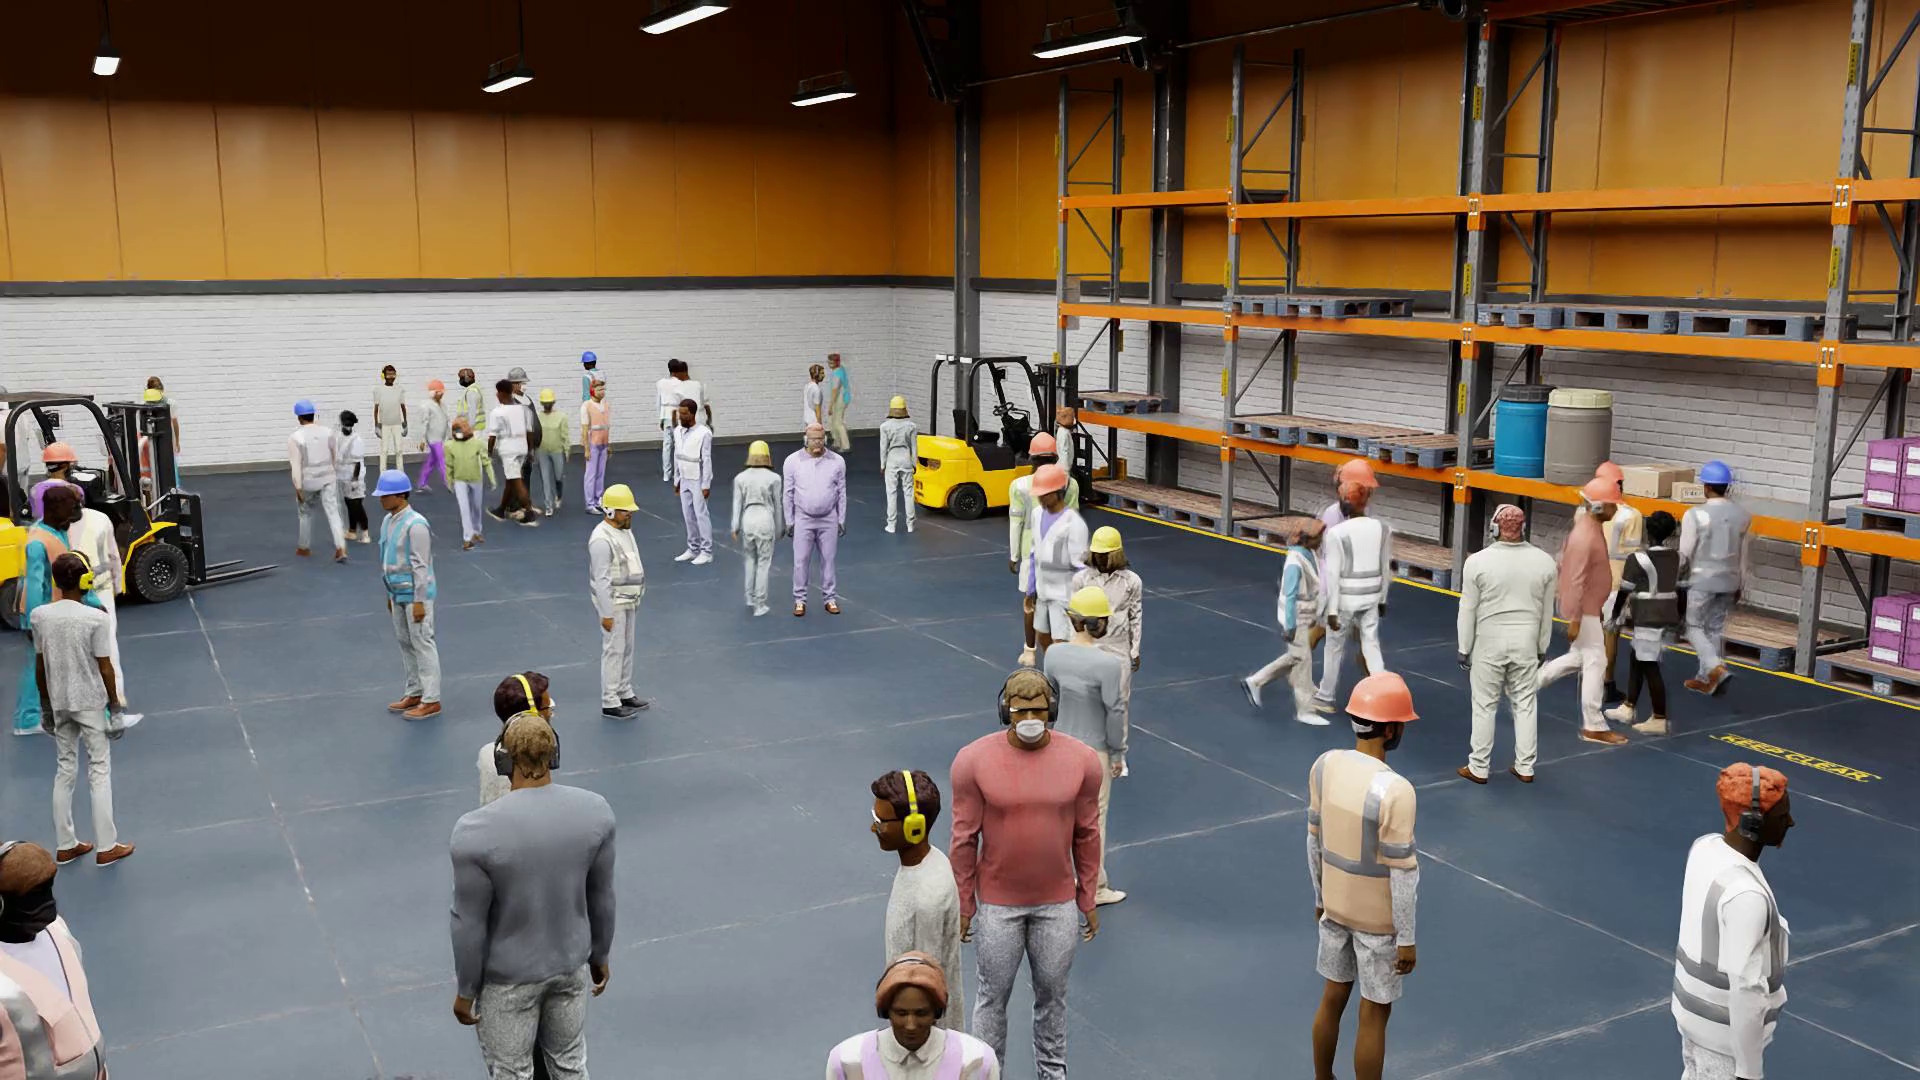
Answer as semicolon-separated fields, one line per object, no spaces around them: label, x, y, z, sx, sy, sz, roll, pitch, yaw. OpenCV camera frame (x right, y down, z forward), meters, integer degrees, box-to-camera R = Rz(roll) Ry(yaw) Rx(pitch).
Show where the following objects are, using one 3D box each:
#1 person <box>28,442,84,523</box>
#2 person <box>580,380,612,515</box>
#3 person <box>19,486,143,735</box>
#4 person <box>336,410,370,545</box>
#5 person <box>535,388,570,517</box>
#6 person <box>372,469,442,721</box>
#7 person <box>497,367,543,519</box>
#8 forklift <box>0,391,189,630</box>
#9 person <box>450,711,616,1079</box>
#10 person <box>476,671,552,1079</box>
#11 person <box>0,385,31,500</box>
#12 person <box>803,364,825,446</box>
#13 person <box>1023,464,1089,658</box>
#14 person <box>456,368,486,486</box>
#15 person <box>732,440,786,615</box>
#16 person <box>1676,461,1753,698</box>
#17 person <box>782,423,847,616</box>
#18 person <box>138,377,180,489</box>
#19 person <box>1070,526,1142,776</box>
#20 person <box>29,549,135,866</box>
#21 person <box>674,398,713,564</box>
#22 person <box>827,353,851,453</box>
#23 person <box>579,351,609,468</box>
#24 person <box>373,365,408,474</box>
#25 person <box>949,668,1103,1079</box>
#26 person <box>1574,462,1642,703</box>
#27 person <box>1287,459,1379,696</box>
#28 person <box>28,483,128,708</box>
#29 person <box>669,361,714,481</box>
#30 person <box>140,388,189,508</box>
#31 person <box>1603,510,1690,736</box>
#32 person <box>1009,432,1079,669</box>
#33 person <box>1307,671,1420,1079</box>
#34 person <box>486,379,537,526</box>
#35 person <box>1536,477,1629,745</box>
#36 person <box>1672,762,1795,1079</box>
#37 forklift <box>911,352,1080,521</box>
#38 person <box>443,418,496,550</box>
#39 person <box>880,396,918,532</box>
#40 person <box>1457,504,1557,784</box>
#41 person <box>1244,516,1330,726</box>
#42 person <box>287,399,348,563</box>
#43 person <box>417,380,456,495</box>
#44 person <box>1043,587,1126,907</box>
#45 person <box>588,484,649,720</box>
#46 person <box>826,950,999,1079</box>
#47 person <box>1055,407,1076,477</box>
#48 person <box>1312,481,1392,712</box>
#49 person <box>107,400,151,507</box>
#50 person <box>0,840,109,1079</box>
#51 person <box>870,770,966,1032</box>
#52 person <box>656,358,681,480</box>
person;-7.830;0.116;14.572;0.604;1.924;0.435;3;10;17
person;-4.983;-1.274;22.756;0.391;1.846;0.564;4;11;21
person;-6.581;0.530;12.318;0.932;1.868;0.589;-3;10;-17
person;-7.499;-0.773;20.398;0.643;1.669;0.319;9;13;42
person;-5.606;-1.221;22.743;0.531;1.741;0.677;-2;10;-12
person;-4.260;0.414;12.788;0.430;1.938;0.602;-9;14;-43
person;-5.898;-1.317;22.445;0.538;2.000;0.684;2;10;12
forklift;-9.026;-0.363;16.508;1.214;2.155;2.313;6;11;29
person;-1.560;1.578;6.126;0.632;1.928;0.392;-8;13;-40
person;-1.794;1.463;6.928;0.519;1.874;0.331;9;14;43
person;-11.372;-0.853;19.775;0.536;2.000;0.672;-1;10;-5
person;-2.252;-1.815;25.913;0.353;1.842;0.508;-4;11;-22
person;0.733;0.406;12.683;0.594;1.999;0.828;-6;11;-30
person;-7.402;-1.688;25.200;0.429;1.830;0.640;-3;10;-15
person;-1.985;-0.128;16.546;0.492;1.716;0.580;3;10;15
person;6.022;0.339;13.263;0.611;1.932;0.630;-2;10;-11
person;-1.423;-0.202;16.416;0.643;1.907;0.410;-3;10;-15
person;-11.191;-1.360;23.263;0.506;1.842;0.348;-5;11;-28
person;0.994;0.760;11.351;0.489;1.739;0.323;1;10;6
person;-5.145;0.984;9.726;0.511;1.862;0.324;1;10;9
person;-3.063;-0.682;19.172;0.593;1.911;0.383;9;13;42
person;-2.194;-2.418;29.488;0.558;1.789;0.664;-1;10;-5
person;-6.087;-2.165;27.630;0.416;1.939;0.604;3;10;19
person;-8.725;-1.756;25.509;0.510;1.861;0.329;-7;12;-34
person;0.270;1.461;6.745;0.630;1.940;0.370;-1;10;-8
person;5.184;0.332;13.354;0.458;1.913;0.557;-7;12;-36
person;3.034;0.334;13.106;0.607;1.981;1.092;-8;13;-40
person;-6.844;0.449;12.952;0.645;1.804;0.787;-6;12;-32
person;-4.114;-1.774;25.413;0.676;1.929;0.488;-5;11;-29
person;-10.779;-1.178;22.484;0.448;1.756;0.534;-6;12;-32
person;5.094;0.606;12.447;0.516;1.664;0.640;-7;12;-35
person;0.715;0.094;14.302;0.607;2.048;0.370;-1;10;-7
person;1.643;1.474;6.677;0.370;1.933;0.553;-5;11;-28
person;-5.933;-1.149;21.851;0.976;1.919;0.620;5;11;29
person;4.507;0.496;12.242;0.829;1.964;0.648;4;11;23
person;2.618;1.674;5.679;0.341;1.882;0.586;2;10;9
forklift;0.460;-1.461;22.833;2.313;2.155;1.214;-5;11;-28
person;-5.963;-0.708;20.223;0.566;1.592;0.811;-3;10;-18
person;-0.788;-0.968;21.298;0.492;1.741;0.318;-2;10;-13
person;3.667;0.703;11.245;0.642;1.899;0.395;-1;10;-4
person;2.493;0.597;12.625;0.628;1.615;0.558;5;11;25
person;-7.430;-0.679;19.222;0.614;1.901;1.027;-10;14;-44
person;-7.713;-1.512;24.554;0.895;1.707;0.568;2;10;11
person;0.686;1.129;9.161;0.527;1.765;0.329;9;13;41
person;-2.628;0.472;12.794;0.403;1.819;0.601;1;10;7
person;-0.133;1.955;4.796;0.513;1.630;0.318;0;10;-1
person;1.327;-0.870;21.040;0.266;1.632;0.506;0;10;2
person;3.035;0.464;12.708;0.605;1.855;0.833;-3;10;-18
person;-9.124;-0.568;18.353;0.613;1.962;0.364;2;10;11
person;-2.831;1.801;5.075;0.429;1.839;0.634;-1;10;-5
person;-0.148;1.683;5.697;0.327;1.862;0.511;-1;10;-6
person;-4.467;-1.867;26.014;0.606;1.916;0.415;5;11;28
